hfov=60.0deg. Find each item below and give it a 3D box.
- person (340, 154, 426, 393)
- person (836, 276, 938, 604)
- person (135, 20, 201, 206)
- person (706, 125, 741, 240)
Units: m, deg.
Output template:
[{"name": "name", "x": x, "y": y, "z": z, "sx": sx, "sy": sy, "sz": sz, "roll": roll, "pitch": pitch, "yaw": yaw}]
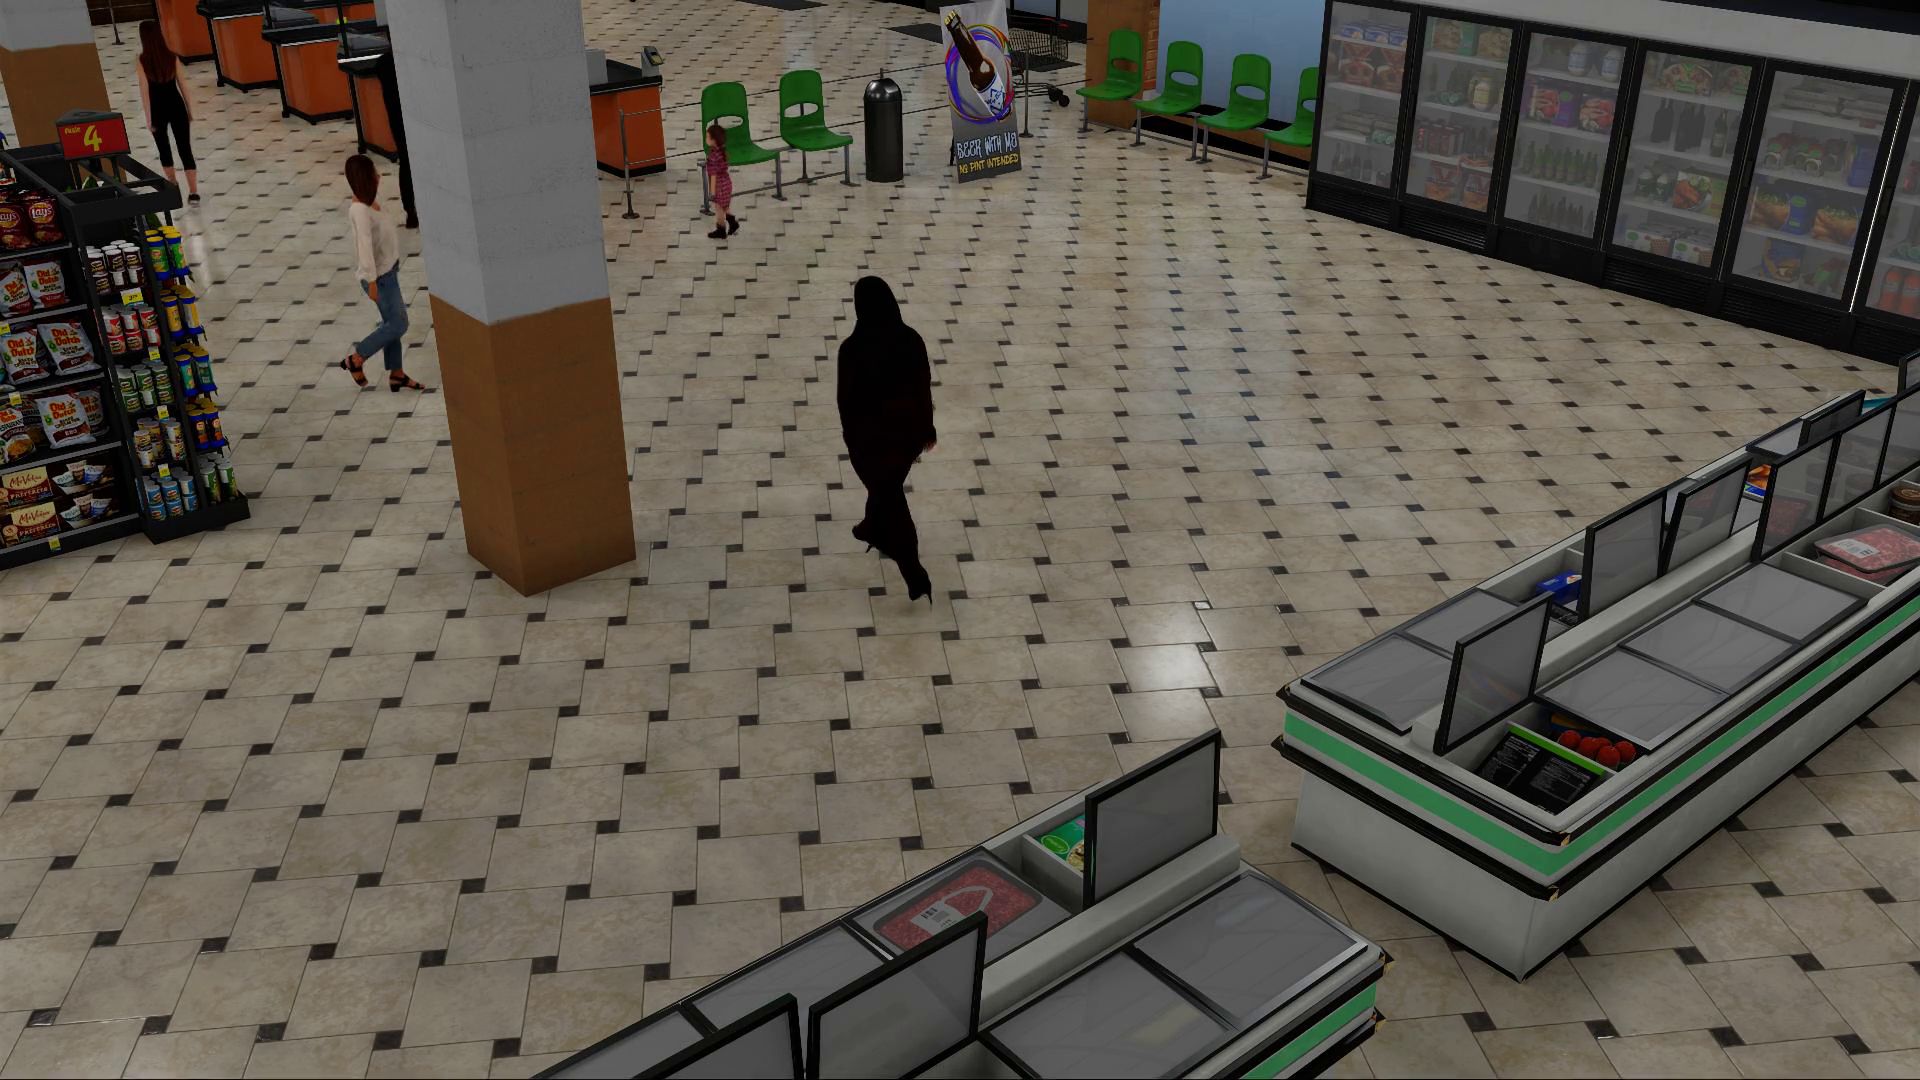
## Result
[{"name": "person", "x": -4.029, "y": -1.777, "z": 11.314, "sx": 0.877, "sy": 1.668, "sz": 0.790, "roll": -6, "pitch": 28, "yaw": -12}, {"name": "person", "x": -0.319, "y": -0.457, "z": 8.691, "sx": 1.056, "sy": 1.686, "sz": 0.729, "roll": -18, "pitch": 32, "yaw": -31}, {"name": "person", "x": -7.387, "y": -3.943, "z": 15.568, "sx": 1.129, "sy": 1.682, "sz": 0.750, "roll": -17, "pitch": 31, "yaw": -29}, {"name": "person", "x": -2.101, "y": -3.175, "z": 14.786, "sx": 0.615, "sy": 1.020, "sz": 0.560, "roll": 6, "pitch": 28, "yaw": 13}]
